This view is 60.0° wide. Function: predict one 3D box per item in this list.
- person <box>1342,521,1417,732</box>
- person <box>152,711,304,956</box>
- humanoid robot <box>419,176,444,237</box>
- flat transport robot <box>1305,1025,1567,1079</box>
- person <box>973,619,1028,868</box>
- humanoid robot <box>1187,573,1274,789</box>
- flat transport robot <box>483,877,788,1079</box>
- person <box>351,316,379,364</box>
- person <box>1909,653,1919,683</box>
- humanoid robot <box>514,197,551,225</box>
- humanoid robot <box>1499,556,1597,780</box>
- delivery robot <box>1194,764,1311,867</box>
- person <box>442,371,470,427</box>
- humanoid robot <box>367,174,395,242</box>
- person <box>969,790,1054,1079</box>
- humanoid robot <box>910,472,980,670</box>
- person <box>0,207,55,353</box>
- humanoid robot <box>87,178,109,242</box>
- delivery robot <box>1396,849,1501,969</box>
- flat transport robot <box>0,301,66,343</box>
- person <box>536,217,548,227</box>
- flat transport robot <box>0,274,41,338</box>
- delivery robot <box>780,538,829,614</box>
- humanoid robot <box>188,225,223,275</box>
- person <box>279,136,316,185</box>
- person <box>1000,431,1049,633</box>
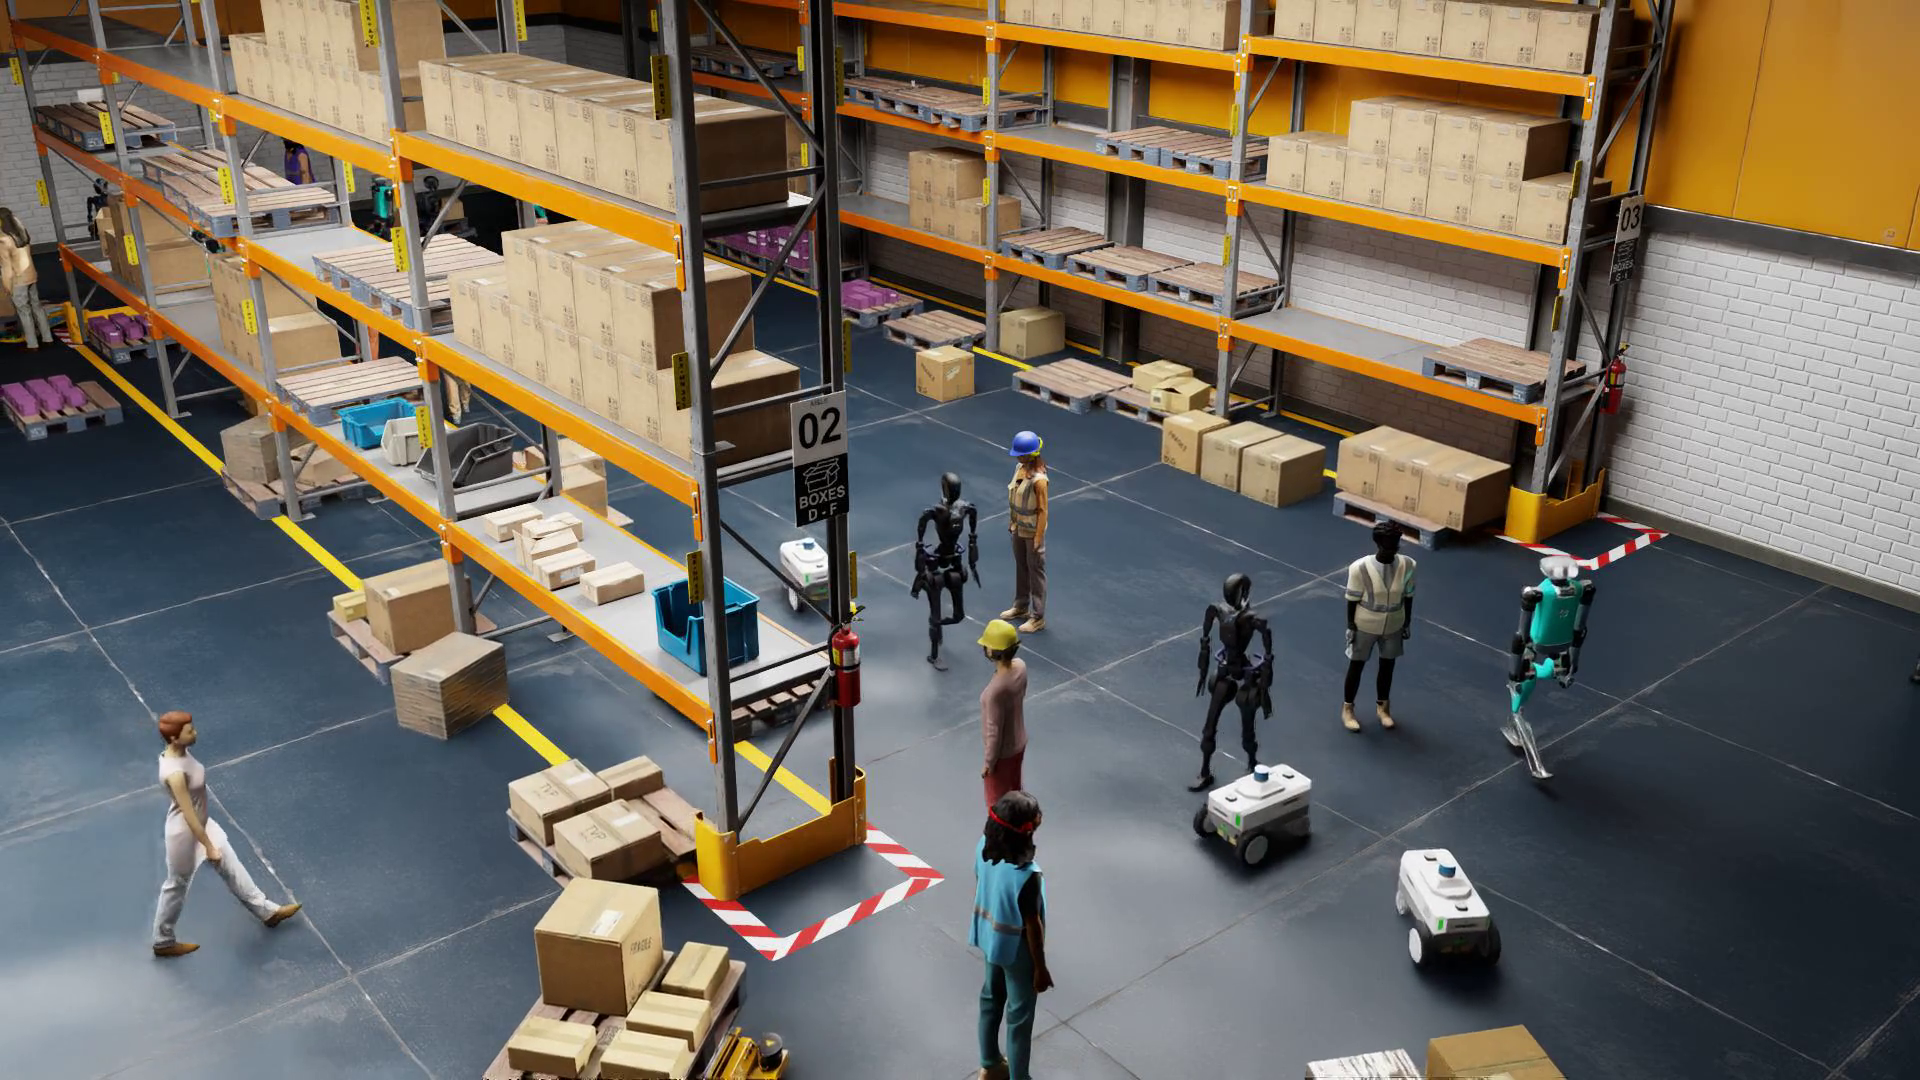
[{"bbox_3d":[3.106,0.635,12.379,0.532,1.691,0.320,-3,24,-7],"label":"person"},{"bbox_3d":[-4.507,1.739,9.910,0.884,1.605,0.478,-7,24,-16],"label":"person"},{"bbox_3d":[-7.702,-4.499,24.317,0.654,1.631,0.600,-18,29,-35],"label":"humanoid robot"},{"bbox_3d":[2.344,3.373,7.834,0.659,0.231,1.431,-5,24,-11],"label":"flat transport robot"},{"bbox_3d":[0.264,1.325,10.694,0.326,1.765,0.541,10,25,22],"label":"person"},{"bbox_3d":[1.936,0.989,11.619,0.612,1.645,0.608,18,29,35],"label":"humanoid robot"},{"bbox_3d":[-1.714,2.865,9.009,1.431,0.231,0.659,5,24,12],"label":"flat transport robot"},{"bbox_3d":[-7.200,-2.754,20.145,0.505,1.758,0.343,14,27,29],"label":"person"},{"bbox_3d":[7.806,0.260,12.960,0.546,1.924,0.382,14,27,29],"label":"person"},{"bbox_3d":[-6.805,-5.483,26.479,0.559,1.765,0.696,5,24,11],"label":"humanoid robot"},{"bbox_3d":[4.075,0.840,11.858,0.545,1.727,1.037,-4,24,-10],"label":"humanoid robot"},{"bbox_3d":[1.980,1.803,11.131,0.808,0.614,0.499,-15,27,-31],"label":"delivery robot"},{"bbox_3d":[-5.745,-2.184,18.884,0.579,1.700,0.888,-7,24,-16],"label":"person"},{"bbox_3d":[-8.447,-4.288,23.799,0.805,1.806,0.530,-21,31,-40],"label":"humanoid robot"},{"bbox_3d":[0.262,2.136,8.683,0.397,1.866,0.528,-15,27,-31],"label":"person"},{"bbox_3d":[-0.170,0.196,13.419,0.603,1.630,0.533,-13,26,-27],"label":"humanoid robot"},{"bbox_3d":[-12.068,-3.343,21.378,0.391,1.868,0.556,3,24,7],"label":"person"},{"bbox_3d":[-12.343,-4.406,24.083,0.601,1.637,0.667,1,23,3],"label":"humanoid robot"},{"bbox_3d":[2.947,2.234,10.131,0.499,0.612,0.809,-2,23,-5],"label":"delivery robot"},{"bbox_3d":[-12.572,-2.937,22.444,0.659,0.231,1.431,4,24,8],"label":"flat transport robot"},{"bbox_3d":[-5.144,-3.071,20.709,0.422,1.899,0.645,6,24,13],"label":"person"},{"bbox_3d":[-12.907,-2.708,21.913,0.659,0.231,1.431,18,29,36],"label":"flat transport robot"},{"bbox_3d":[-1.317,0.266,14.636,0.499,0.570,0.753,-10,25,-23],"label":"delivery robot"},{"bbox_3d":[-10.243,-3.901,22.867,0.531,1.795,0.734,-15,28,-32],"label":"humanoid robot"},{"bbox_3d":[-10.545,-5.639,26.615,0.535,1.928,0.427,19,30,37],"label":"person"},{"bbox_3d":[0.555,-0.081,13.935,0.317,1.772,0.460,-12,26,-26],"label":"person"}]
